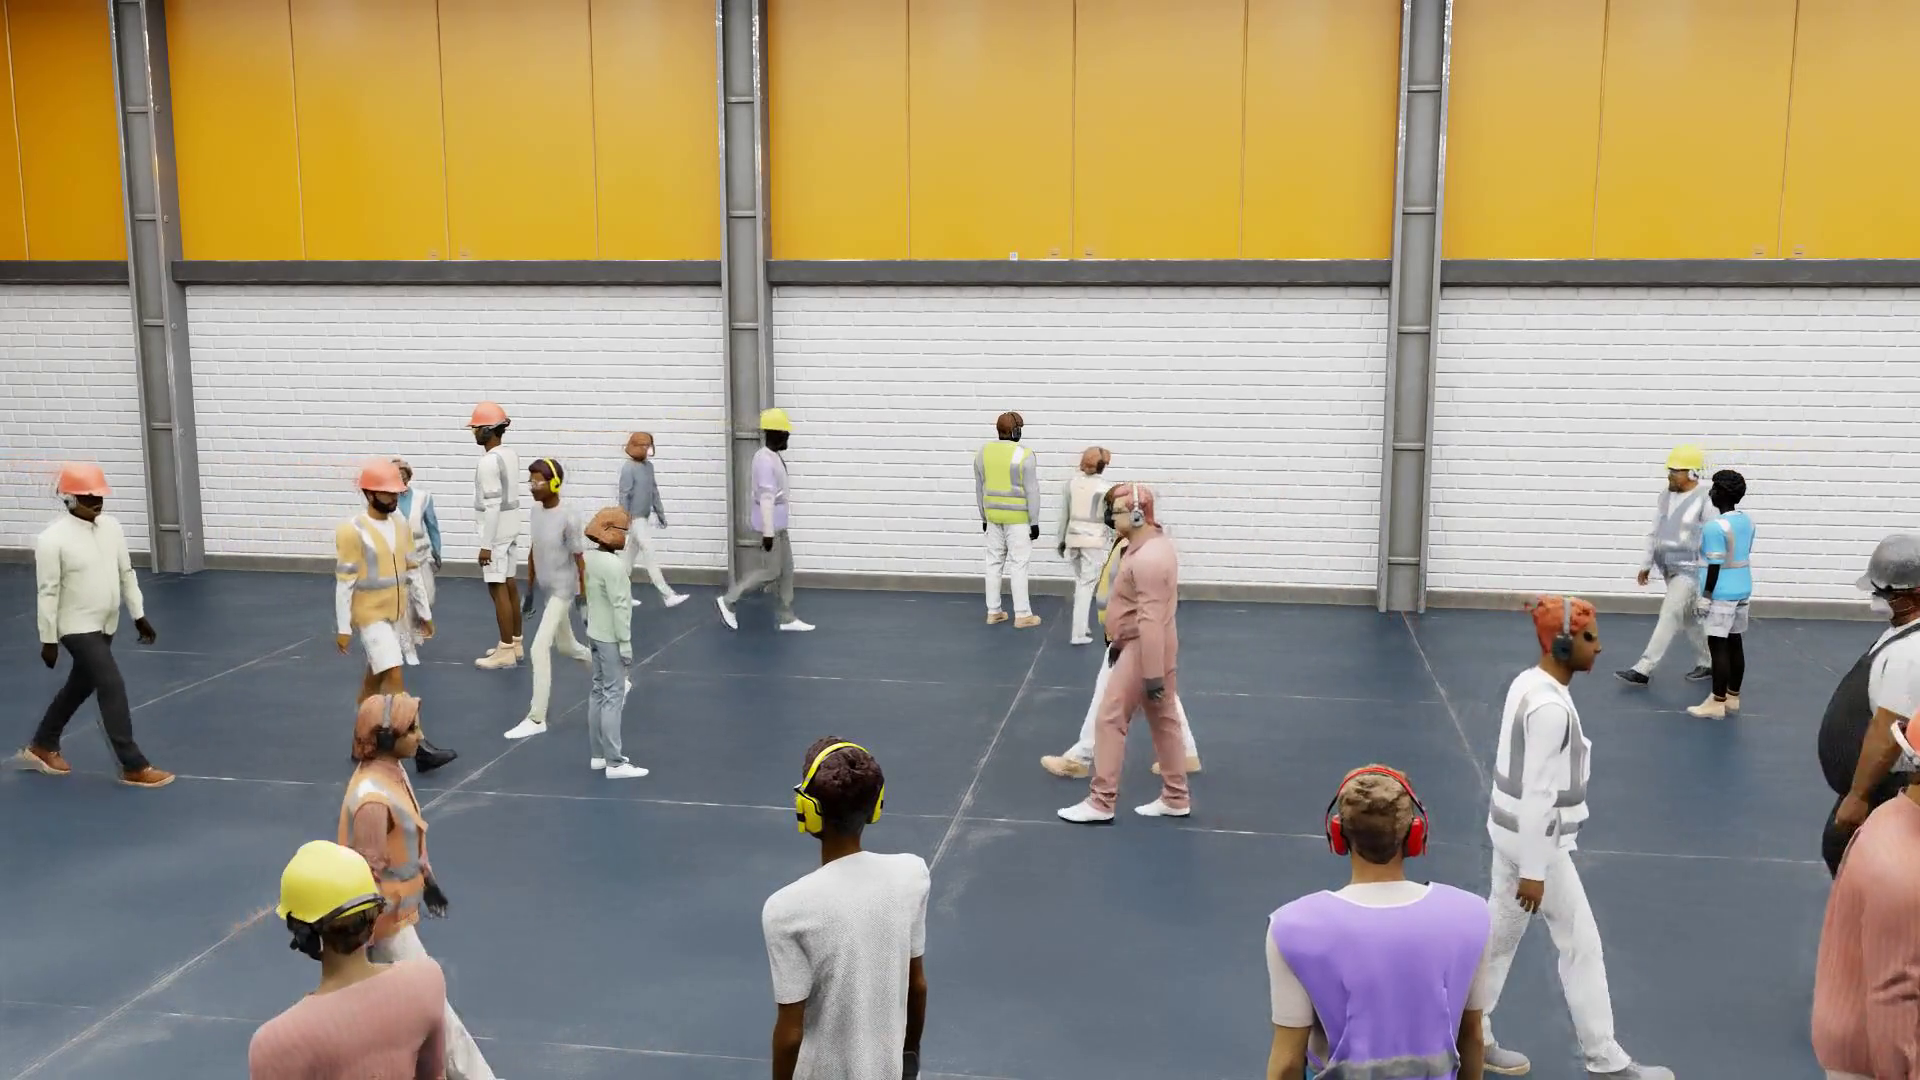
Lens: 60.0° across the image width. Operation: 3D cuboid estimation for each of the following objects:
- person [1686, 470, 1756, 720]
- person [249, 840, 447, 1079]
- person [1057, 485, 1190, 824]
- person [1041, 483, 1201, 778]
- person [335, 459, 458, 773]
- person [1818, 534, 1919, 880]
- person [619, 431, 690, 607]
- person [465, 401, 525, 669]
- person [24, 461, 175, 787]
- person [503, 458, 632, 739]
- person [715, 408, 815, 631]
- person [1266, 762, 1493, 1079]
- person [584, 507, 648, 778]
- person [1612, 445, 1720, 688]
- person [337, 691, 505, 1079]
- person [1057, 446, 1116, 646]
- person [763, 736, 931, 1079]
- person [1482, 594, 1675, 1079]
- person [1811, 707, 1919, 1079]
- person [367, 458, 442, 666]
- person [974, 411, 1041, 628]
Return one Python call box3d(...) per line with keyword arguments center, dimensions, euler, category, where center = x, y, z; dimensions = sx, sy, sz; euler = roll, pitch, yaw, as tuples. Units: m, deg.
box3d(center=(5.172, 0.369, 11.274), dimensions=(0.535, 1.697, 0.322), euler=(-8, 12, -39), category="person")
box3d(center=(-1.365, 1.550, 3.888), dimensions=(0.855, 1.733, 0.522), euler=(7, 12, 39), category="person")
box3d(center=(0.900, 0.631, 9.135), dimensions=(0.838, 1.877, 0.669), euler=(2, 9, 13), category="person")
box3d(center=(1.013, 0.549, 9.923), dimensions=(0.955, 1.790, 0.649), euler=(1, 9, 4), category="person")
box3d(center=(-3.391, 0.465, 10.060), dimensions=(0.931, 1.896, 0.574), euler=(3, 10, 20), category="person")
box3d(center=(3.711, 0.941, 6.692), dimensions=(0.599, 2.000, 0.686), euler=(5, 11, 29), category="person")
box3d(center=(-2.782, -0.177, 14.928), dimensions=(0.818, 1.589, 0.526), euler=(2, 9, 13), category="person")
box3d(center=(-3.559, -0.036, 12.709), dimensions=(0.376, 2.042, 0.615), euler=(0, 9, 2), category="person")
box3d(center=(-5.195, 0.487, 9.823), dimensions=(1.042, 1.943, 0.595), euler=(1, 9, 8), category="person")
box3d(center=(-2.615, 0.347, 11.039), dimensions=(0.949, 1.828, 0.491), euler=(-8, 12, -39), category="person")
box3d(center=(-1.630, -0.155, 13.893), dimensions=(0.733, 1.905, 0.590), euler=(0, 9, 1), category="person")
box3d(center=(1.010, 1.465, 4.075), dimensions=(0.564, 1.841, 0.391), euler=(-1, 9, -9), category="person")
box3d(center=(-2.092, 0.608, 9.996), dimensions=(0.278, 1.633, 0.498), euler=(-6, 11, -31), category="person")
box3d(center=(5.226, 0.191, 12.125), dimensions=(0.948, 1.779, 0.617), euler=(-2, 9, -12), category="person")
box3d(center=(-1.924, 1.310, 5.808), dimensions=(0.872, 1.591, 0.523), euler=(-3, 10, -19), category="person")
box3d(center=(1.080, 0.040, 13.528), dimensions=(0.517, 1.616, 0.586), euler=(8, 12, 40), category="person")
box3d(center=(-0.301, 1.417, 4.285), dimensions=(0.512, 1.872, 0.328), euler=(-8, 12, -41), category="person")
box3d(center=(2.256, 1.127, 6.121), dimensions=(0.888, 1.846, 0.622), euler=(2, 9, 12), category="person")
box3d(center=(2.470, 1.347, 4.441), dimensions=(0.559, 1.965, 0.621), euler=(7, 11, 36), category="person")
box3d(center=(-4.297, 0.152, 12.829), dimensions=(0.548, 1.617, 0.534), euler=(-7, 11, -35), category="person")
box3d(center=(0.428, -0.176, 14.194), dimensions=(0.626, 1.844, 0.429), euler=(6, 11, 35), category="person")
